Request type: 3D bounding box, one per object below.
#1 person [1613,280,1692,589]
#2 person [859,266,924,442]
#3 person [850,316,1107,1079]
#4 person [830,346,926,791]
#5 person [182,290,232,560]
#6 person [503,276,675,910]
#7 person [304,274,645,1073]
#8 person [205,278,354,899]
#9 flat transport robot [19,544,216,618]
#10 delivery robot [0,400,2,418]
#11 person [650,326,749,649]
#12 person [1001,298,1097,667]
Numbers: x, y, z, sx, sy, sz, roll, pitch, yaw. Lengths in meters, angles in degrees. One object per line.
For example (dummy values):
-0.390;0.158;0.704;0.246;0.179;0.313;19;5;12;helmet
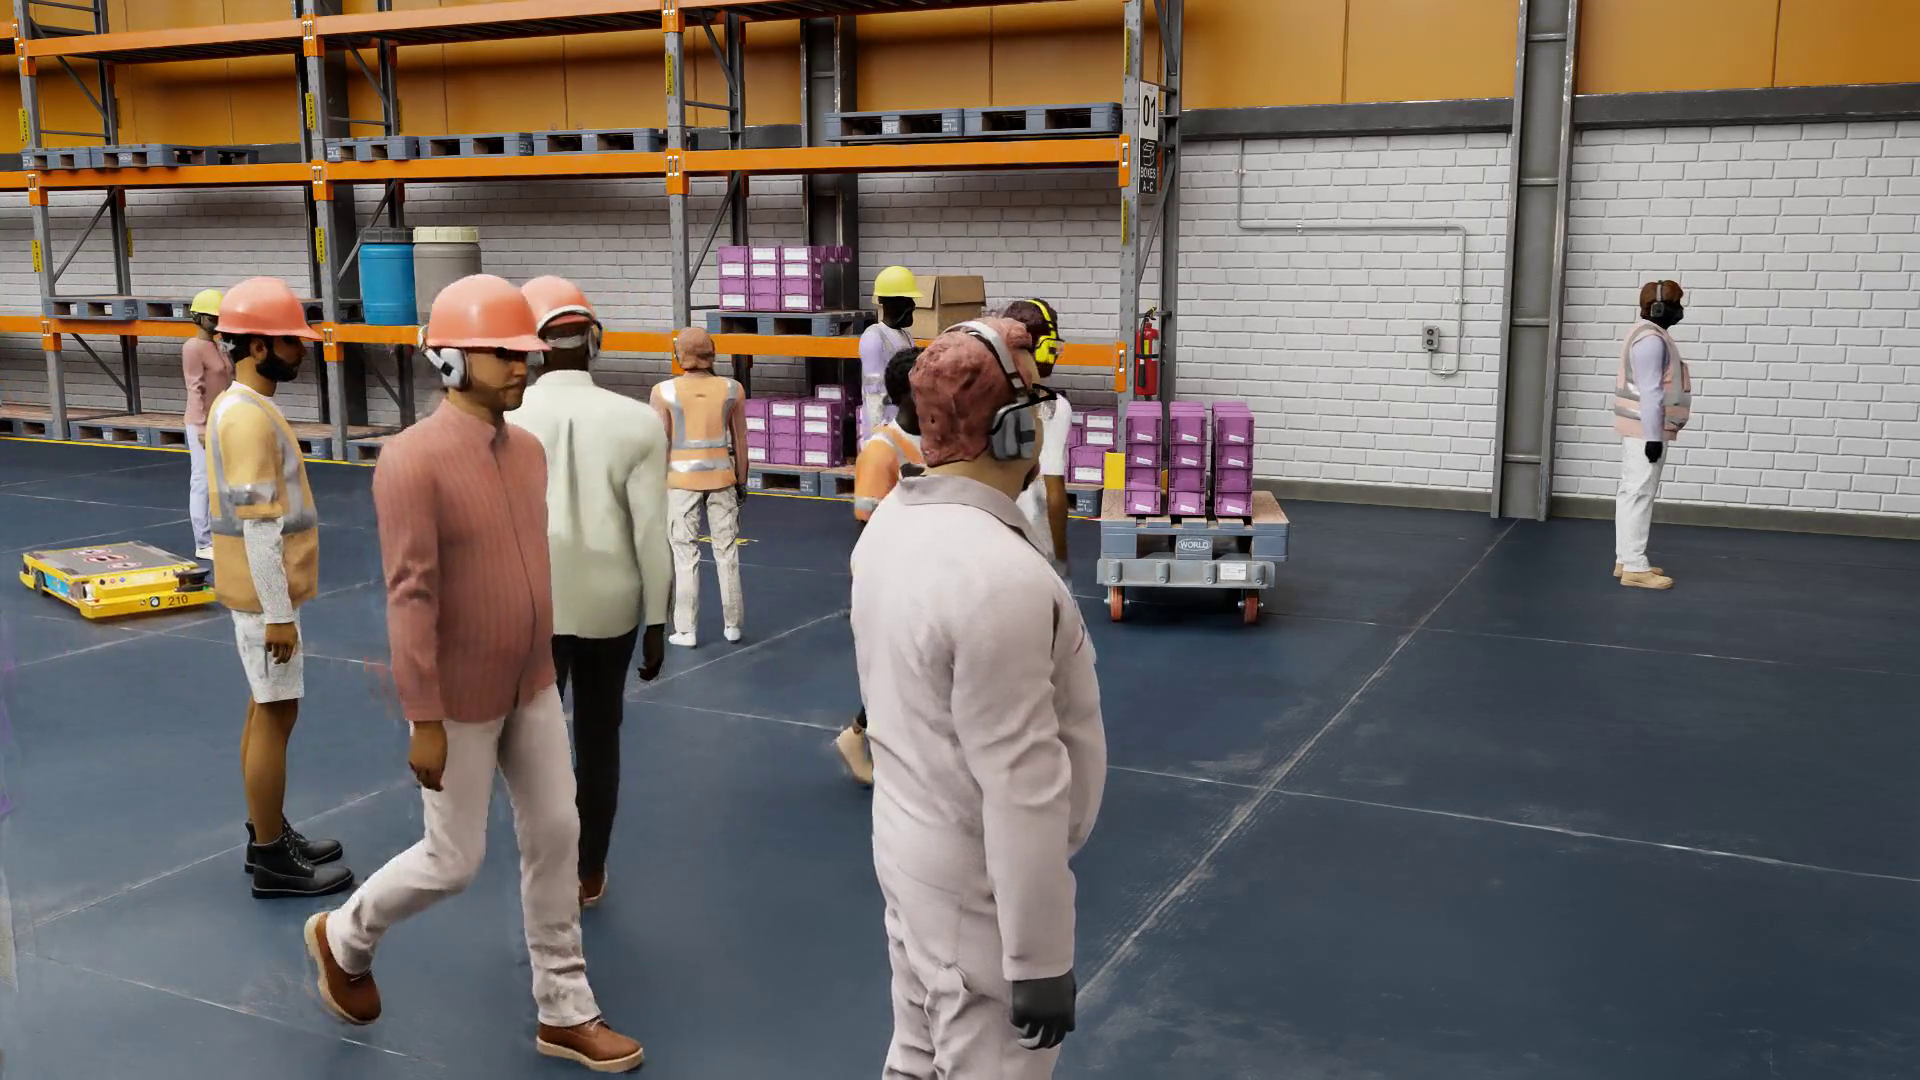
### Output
4.176;-0.642;10.060;0.430;1.845;0.619;3;10;17;person
-0.380;-0.616;9.660;0.363;1.928;0.587;3;10;17;person
0.048;0.584;2.836;0.410;1.913;0.651;-4;11;-20;person
-0.197;0.128;6.095;0.368;1.678;0.550;4;11;20;person
-4.895;-0.751;10.916;0.329;1.763;0.523;-1;10;-3;person
-1.134;0.218;4.827;0.624;1.953;0.846;-3;10;-15;person
-1.226;0.338;4.081;0.831;1.972;0.623;4;11;23;person
-2.145;0.153;5.233;0.362;1.934;0.551;-5;11;-25;person
-4.925;0.209;9.678;0.652;0.197;1.431;-9;13;-42;flat transport robot
-10.599;-1.378;17.685;0.707;0.478;0.477;-5;11;-27;delivery robot
-1.322;-0.262;8.469;0.522;1.636;0.310;-5;11;-26;person
0.241;0.087;5.842;0.420;1.852;0.573;-9;13;-41;person
